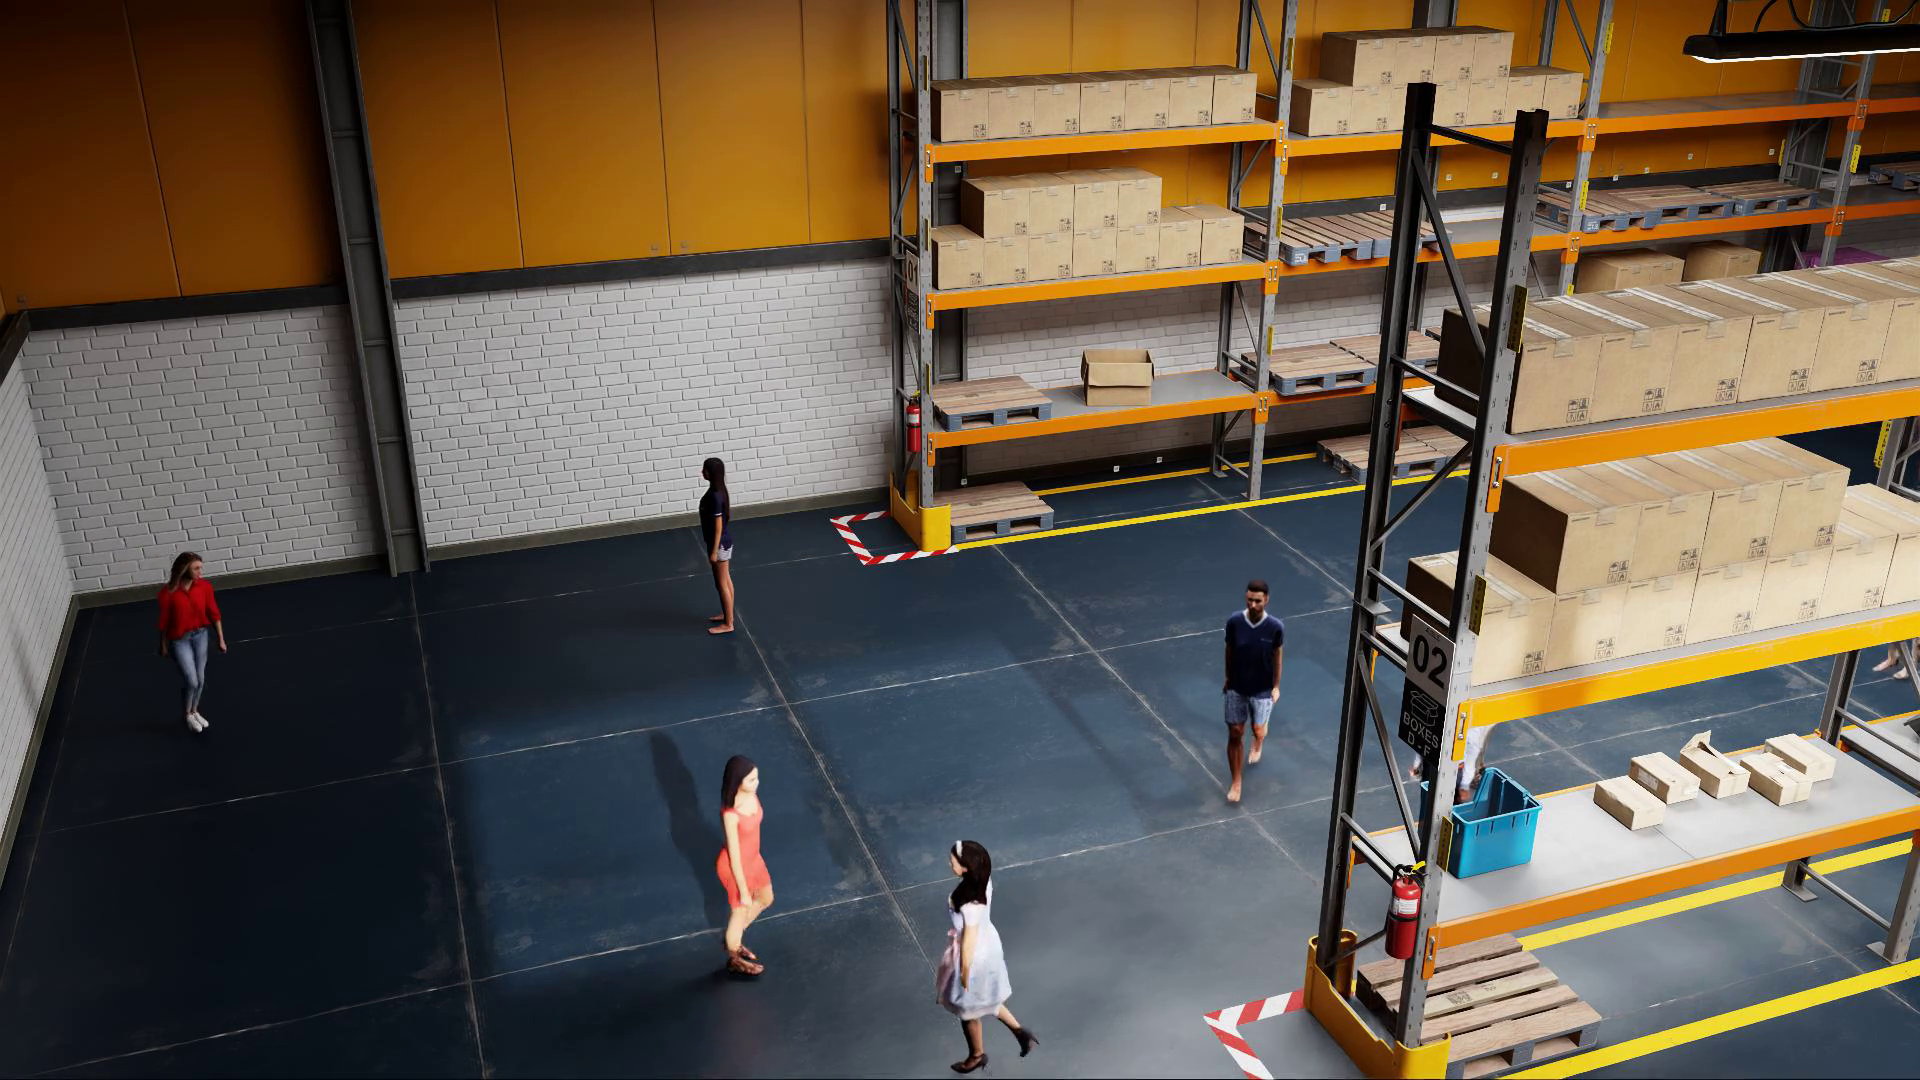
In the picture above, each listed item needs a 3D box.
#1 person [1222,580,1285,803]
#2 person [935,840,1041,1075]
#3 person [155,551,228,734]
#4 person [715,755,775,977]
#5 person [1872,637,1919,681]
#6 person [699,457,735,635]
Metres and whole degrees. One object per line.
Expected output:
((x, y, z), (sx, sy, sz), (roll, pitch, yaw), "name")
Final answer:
((2.340, 1.133, 13.321), (1.111, 1.823, 1.089), (7, 25, 15), "person")
((0.179, 2.583, 10.050), (1.012, 1.787, 0.886), (5, 24, 11), "person")
((-6.584, 0.867, 14.120), (0.769, 1.670, 0.843), (-19, 30, -36), "person")
((-1.540, 2.176, 11.086), (0.768, 1.702, 0.754), (4, 24, 10), "person")
((8.708, 0.478, 14.991), (0.607, 1.685, 0.626), (-9, 25, -20), "person")
((-2.297, 0.039, 15.893), (0.612, 1.767, 0.627), (-1, 24, -2), "person")
